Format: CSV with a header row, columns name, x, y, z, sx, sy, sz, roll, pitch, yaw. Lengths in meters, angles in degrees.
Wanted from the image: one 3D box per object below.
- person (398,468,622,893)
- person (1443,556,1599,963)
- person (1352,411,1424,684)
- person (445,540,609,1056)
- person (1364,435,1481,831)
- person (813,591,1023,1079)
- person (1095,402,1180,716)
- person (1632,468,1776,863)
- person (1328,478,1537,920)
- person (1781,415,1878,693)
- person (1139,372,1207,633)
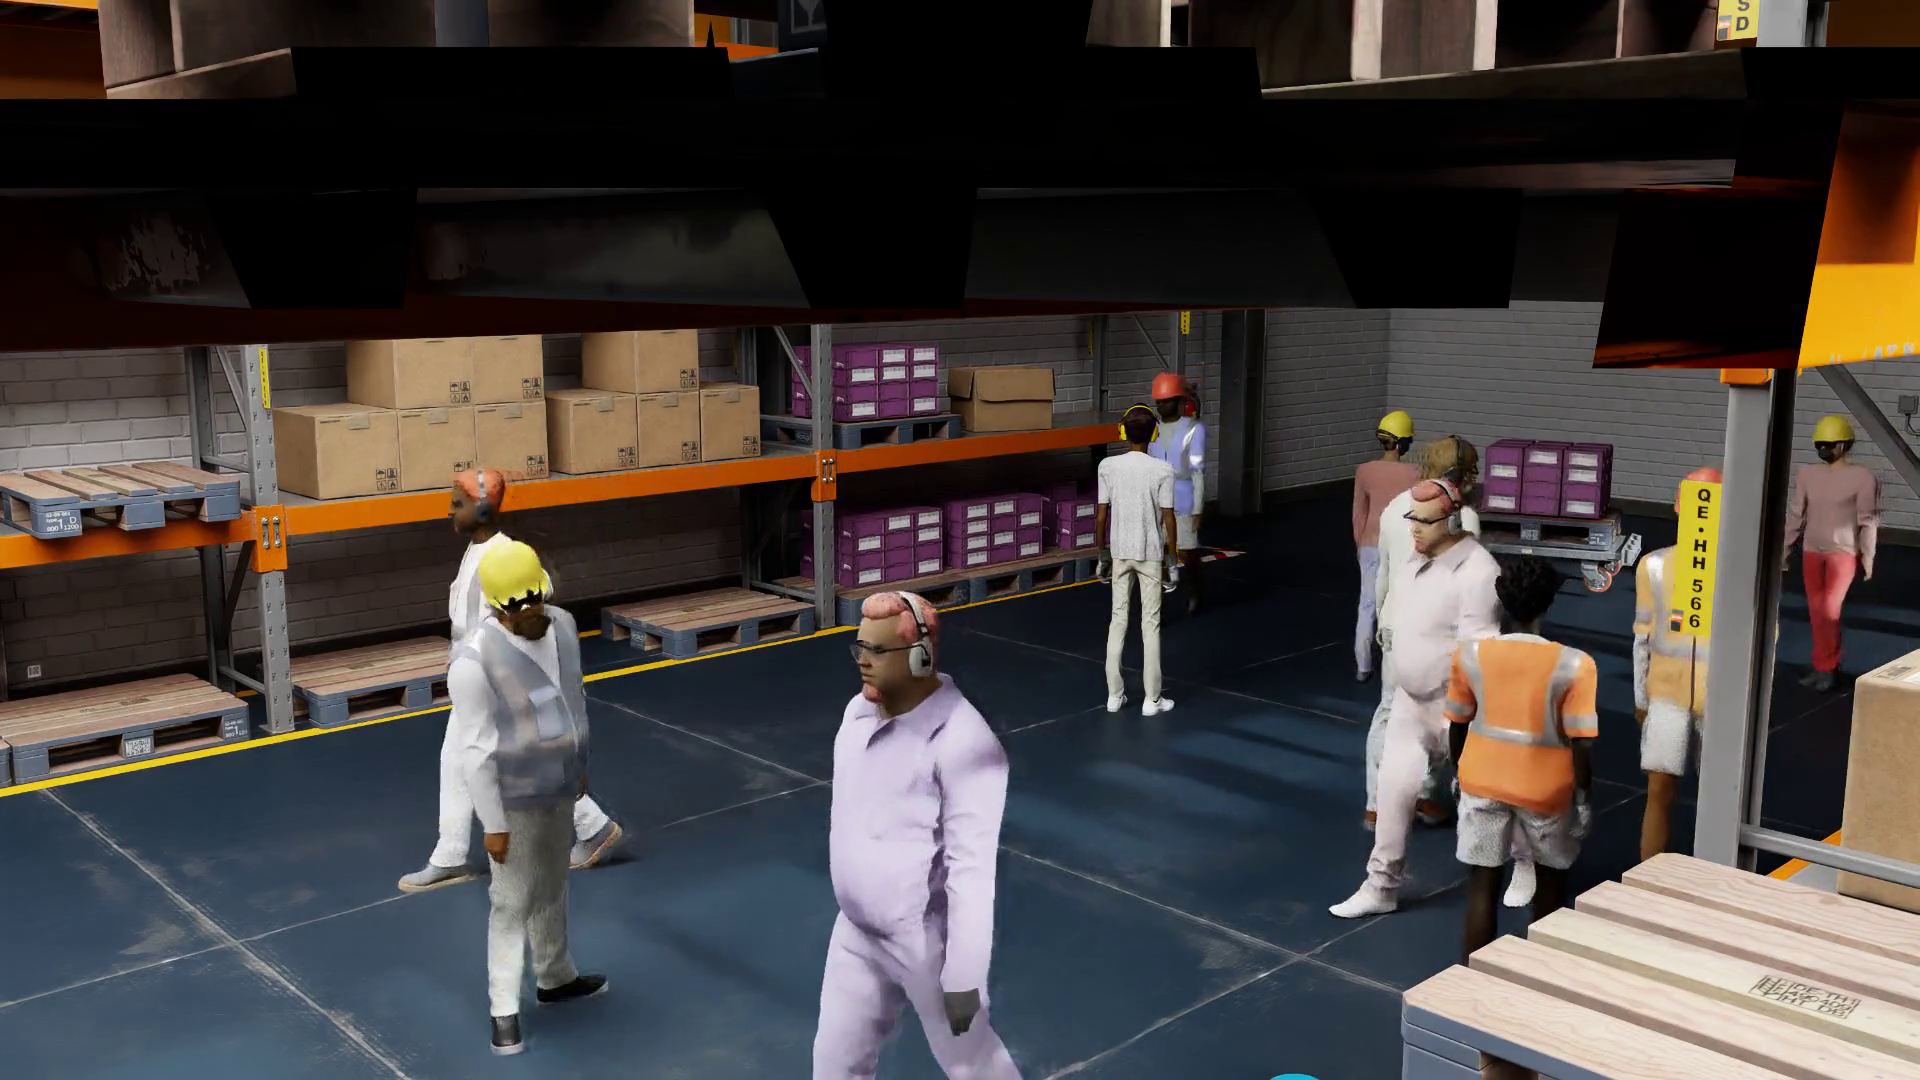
name,x,y,z,sx,sy,sz,roll,pitch,yaw
person,-1.962,0.595,7.230,0.926,1.852,0.585,-5,11,-27
person,2.022,0.882,6.009,0.553,1.670,0.661,6,11,32
person,2.732,0.066,10.557,0.322,1.769,0.525,-8,13,-39
person,-1.480,0.861,5.845,0.407,1.795,0.689,4,11,23
person,2.185,0.453,7.852,0.545,1.911,0.757,-4,11,-25
person,-0.117,1.048,4.543,0.971,1.866,0.654,-8,13,-40
person,1.066,0.114,9.953,0.532,1.876,0.319,5,11,25
person,2.984,0.656,6.760,0.549,1.887,0.983,6,11,31
person,2.064,0.655,6.886,1.001,1.854,0.648,-4,10,-22
person,5.435,0.091,10.461,0.534,1.748,0.548,-6,11,-30
person,1.582,-0.296,12.268,0.551,1.911,0.812,5,11,25
